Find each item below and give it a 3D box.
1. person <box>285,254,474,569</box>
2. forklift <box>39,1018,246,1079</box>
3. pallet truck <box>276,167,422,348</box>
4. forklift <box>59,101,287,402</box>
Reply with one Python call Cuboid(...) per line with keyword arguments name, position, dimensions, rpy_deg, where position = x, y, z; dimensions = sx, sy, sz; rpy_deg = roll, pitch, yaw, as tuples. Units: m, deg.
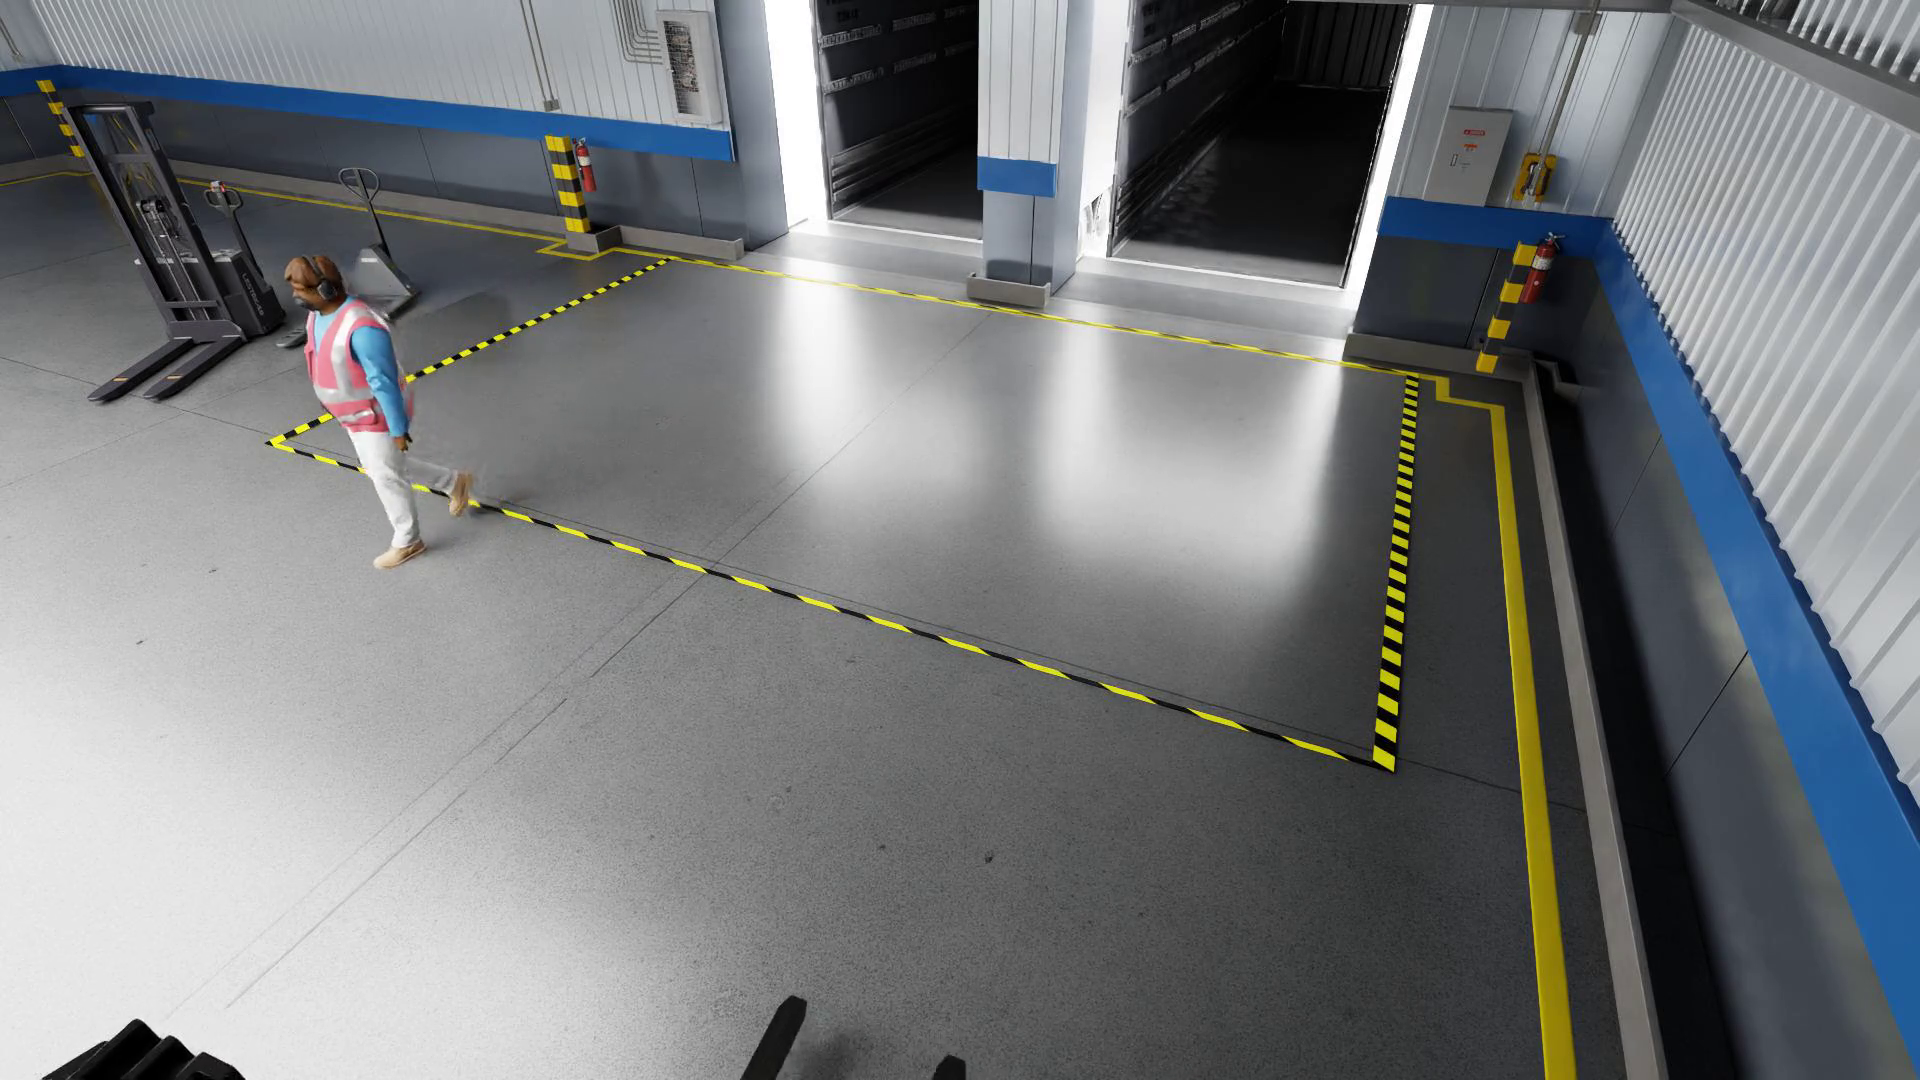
Cuboid(name="person", position=(-3.290, -0.738, 5.232), dimensions=(0.628, 1.817, 0.749), rpy_deg=(25, 42, 31))
Cuboid(name="forklift", position=(-1.107, 2.110, 0.692), dimensions=(1.157, 2.036, 2.680), rpy_deg=(12, 37, 16))
Cuboid(name="pallet truck", position=(-5.732, -2.611, 8.414), dimensions=(0.680, 1.201, 1.601), rpy_deg=(-1, 35, -1))
Cuboid(name="forklift", position=(-6.686, -2.387, 7.434), dimensions=(0.823, 1.965, 1.885), rpy_deg=(-3, 35, -5))
